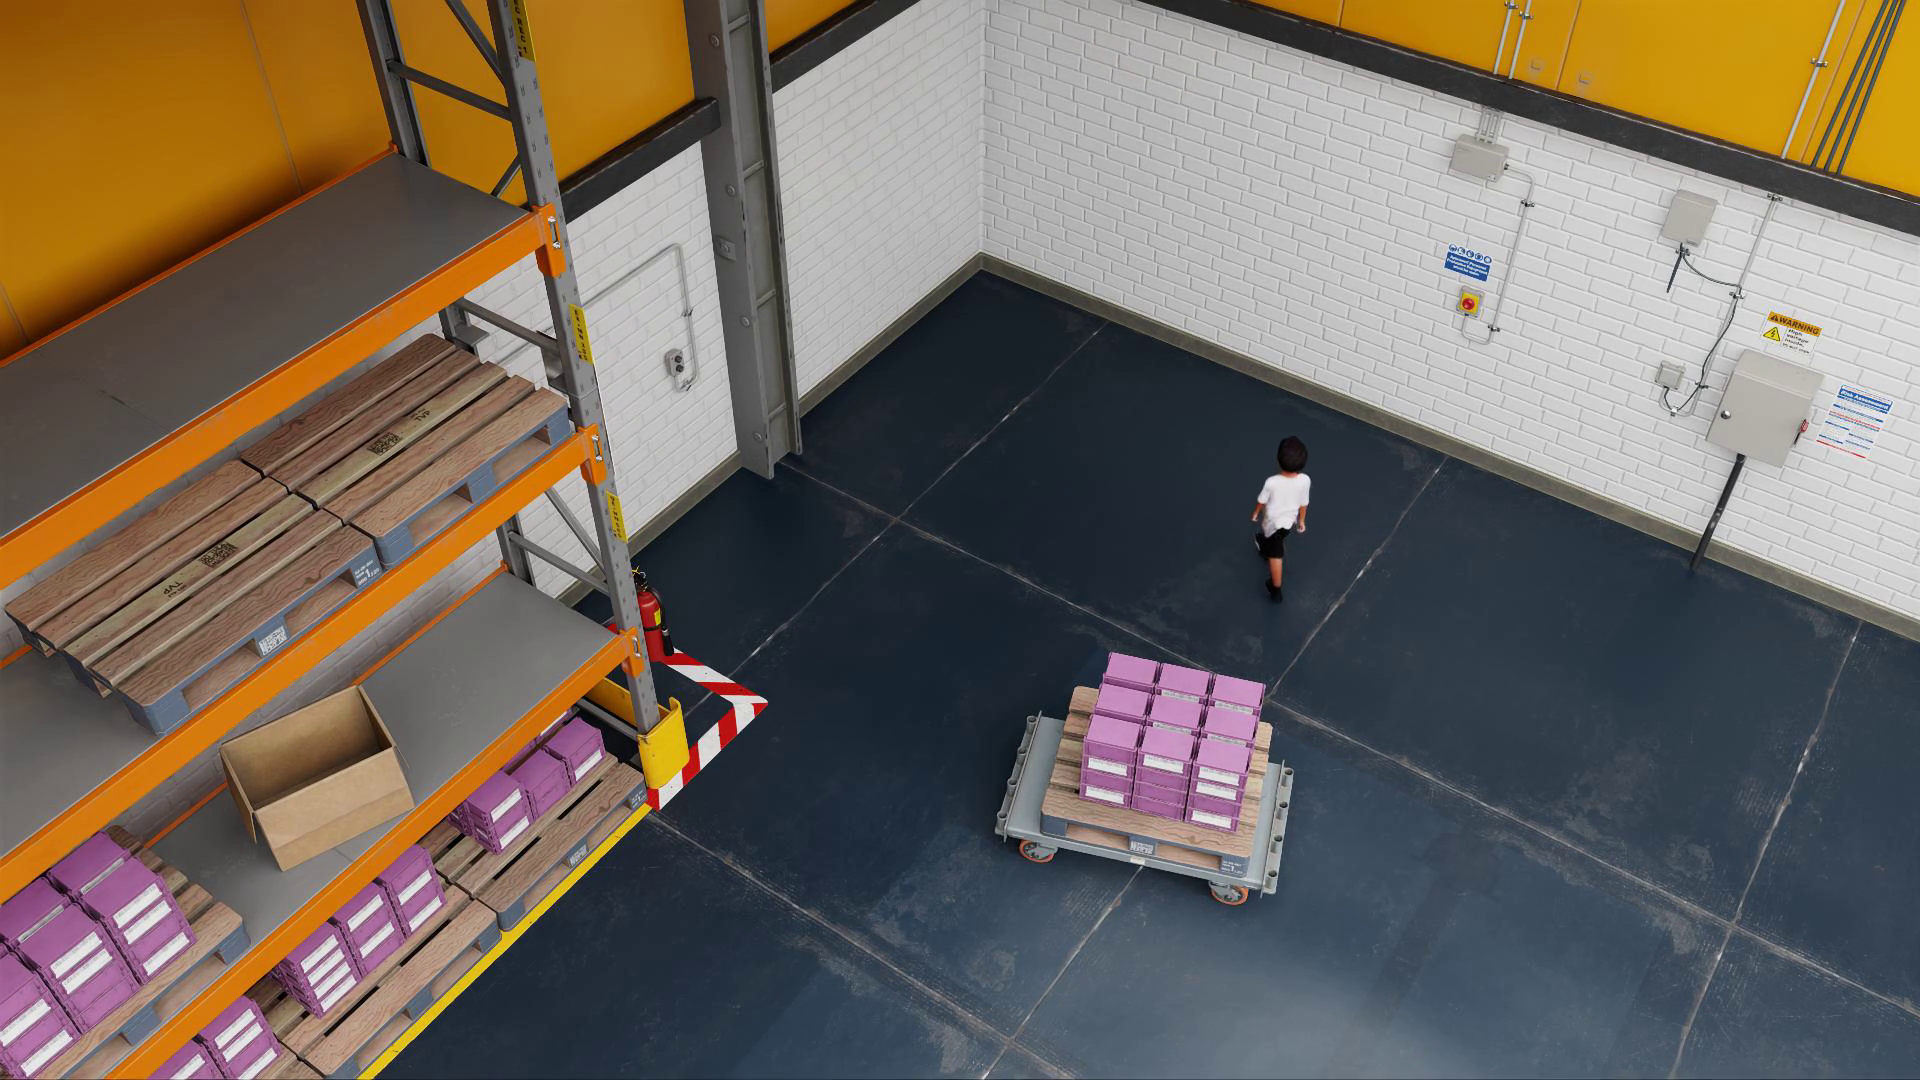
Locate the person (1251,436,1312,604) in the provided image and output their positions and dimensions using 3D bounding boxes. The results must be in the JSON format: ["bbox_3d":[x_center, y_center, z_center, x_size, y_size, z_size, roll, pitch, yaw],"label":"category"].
[{"bbox_3d":[2.163,-0.116,11.147,0.842,1.227,0.904,-6,44,-7],"label":"person"}]
